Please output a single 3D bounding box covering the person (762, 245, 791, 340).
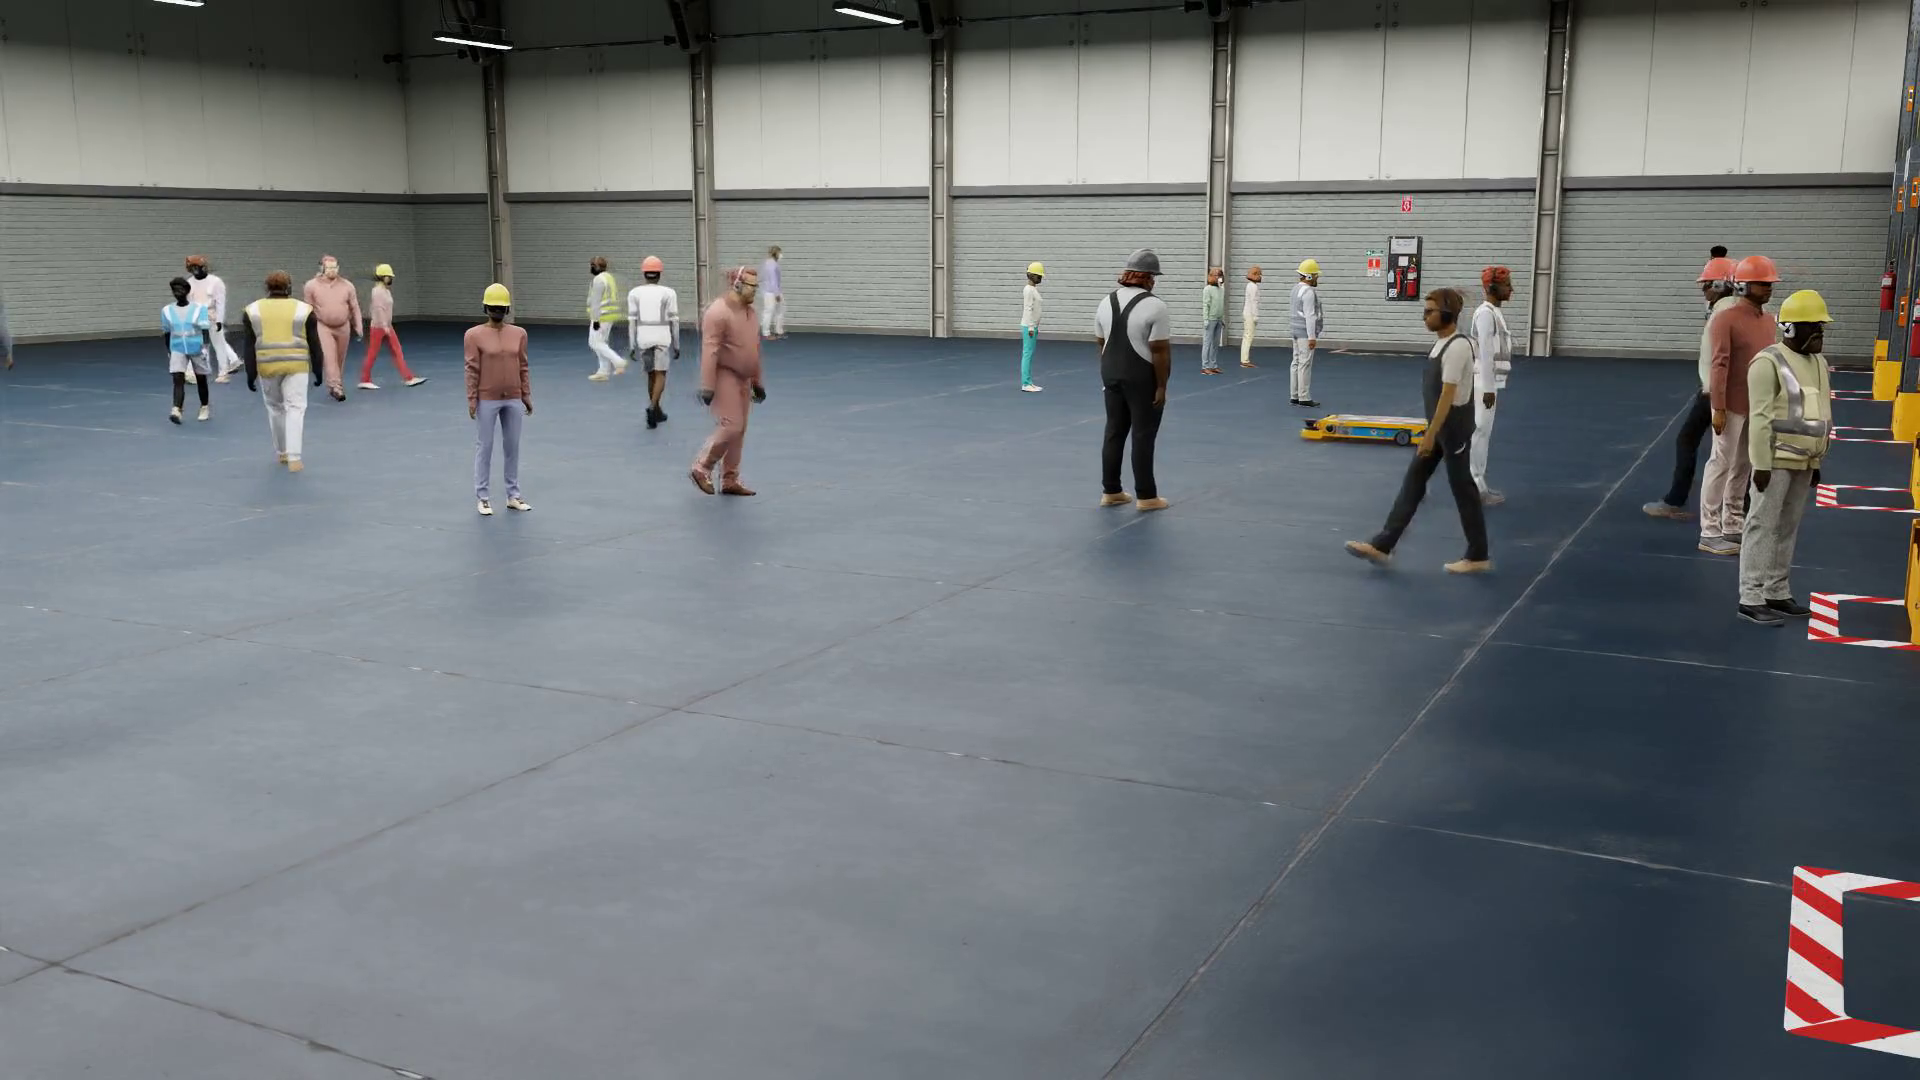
[{"bbox_3d":[-3.717,-5.028,33.891,0.737,1.910,0.655,-1,10,-4],"label":"person"}]

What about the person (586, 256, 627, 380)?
[{"bbox_3d":[-5.193,-3.231,24.338,0.528,1.827,0.646,1,10,3],"label":"person"}]

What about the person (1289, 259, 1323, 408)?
[{"bbox_3d":[4.295,-2.555,20.632,0.404,1.832,0.595,-2,11,-9],"label":"person"}]

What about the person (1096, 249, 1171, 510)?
[{"bbox_3d":[1.405,-1.262,13.015,0.535,2.000,0.686,-10,14,-43],"label":"person"}]

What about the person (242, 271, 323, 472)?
[{"bbox_3d":[-6.185,-1.552,15.253,0.643,1.793,0.953,-2,11,-13],"label":"person"}]

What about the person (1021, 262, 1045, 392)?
[{"bbox_3d":[1.001,-2.908,22.762,0.327,1.760,0.523,2,11,9],"label":"person"}]

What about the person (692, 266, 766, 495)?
[{"bbox_3d":[-1.853,-1.284,13.575,0.456,1.882,0.665,4,11,20],"label":"person"}]

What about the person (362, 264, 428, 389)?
[{"bbox_3d":[-7.918,-2.942,23.051,0.909,1.722,0.530,1,10,4],"label":"person"}]

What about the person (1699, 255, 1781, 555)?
[{"bbox_3d":[5.263,-0.904,11.186,0.611,1.996,0.378,-7,12,-32],"label":"person"}]

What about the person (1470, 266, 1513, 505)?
[{"bbox_3d":[4.219,-1.230,13.268,0.354,1.883,0.573,3,11,18],"label":"person"}]

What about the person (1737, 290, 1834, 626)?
[{"bbox_3d":[4.564,-0.452,9.163,0.587,1.835,0.404,-7,12,-32],"label":"person"}]

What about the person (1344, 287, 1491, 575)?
[{"bbox_3d":[2.927,-0.665,10.419,0.937,1.801,0.514,0,10,-2],"label":"person"}]

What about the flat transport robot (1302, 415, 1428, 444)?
[{"bbox_3d":[4.341,-1.159,17.277,1.431,0.197,0.652,5,11,25],"label":"flat transport robot"}]

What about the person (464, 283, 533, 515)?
[{"bbox_3d":[-3.525,-1.077,12.761,0.529,1.765,0.327,-9,14,-40],"label":"person"}]

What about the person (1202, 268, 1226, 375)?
[{"bbox_3d":[3.914,-3.364,25.585,0.265,1.632,0.508,10,14,43],"label":"person"}]

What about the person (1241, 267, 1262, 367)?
[{"bbox_3d":[4.737,-3.617,27.005,0.298,1.627,0.498,0,10,2],"label":"person"}]

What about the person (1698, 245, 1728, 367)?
[{"bbox_3d":[12.160,-3.740,26.731,0.369,1.965,0.608,10,14,43],"label":"person"}]

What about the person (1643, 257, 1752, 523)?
[{"bbox_3d":[5.550,-1.106,12.370,0.880,1.952,0.613,10,14,43],"label":"person"}]

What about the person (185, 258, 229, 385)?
[{"bbox_3d":[-10.818,-3.115,23.775,0.640,1.791,0.940,1,10,6],"label":"person"}]

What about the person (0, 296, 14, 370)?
[{"bbox_3d":[-9.853,-1.865,16.693,0.655,1.892,0.973,-3,11,-16],"label":"person"}]

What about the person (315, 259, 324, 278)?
[{"bbox_3d":[-13.117,-5.000,34.496,0.310,1.636,0.522,7,12,33],"label":"person"}]

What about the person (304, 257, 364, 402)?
[{"bbox_3d":[-8.112,-2.738,21.581,0.666,1.852,1.020,-7,13,-34],"label":"person"}]

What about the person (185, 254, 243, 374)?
[{"bbox_3d":[-11.556,-3.457,25.525,0.956,1.845,0.587,0,10,-1],"label":"person"}]

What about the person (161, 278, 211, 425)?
[{"bbox_3d":[-8.740,-2.132,18.804,0.545,1.638,0.909,-2,11,-11],"label":"person"}]

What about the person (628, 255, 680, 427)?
[{"bbox_3d":[-3.445,-2.229,18.658,0.559,1.915,0.883,1,10,4],"label":"person"}]
